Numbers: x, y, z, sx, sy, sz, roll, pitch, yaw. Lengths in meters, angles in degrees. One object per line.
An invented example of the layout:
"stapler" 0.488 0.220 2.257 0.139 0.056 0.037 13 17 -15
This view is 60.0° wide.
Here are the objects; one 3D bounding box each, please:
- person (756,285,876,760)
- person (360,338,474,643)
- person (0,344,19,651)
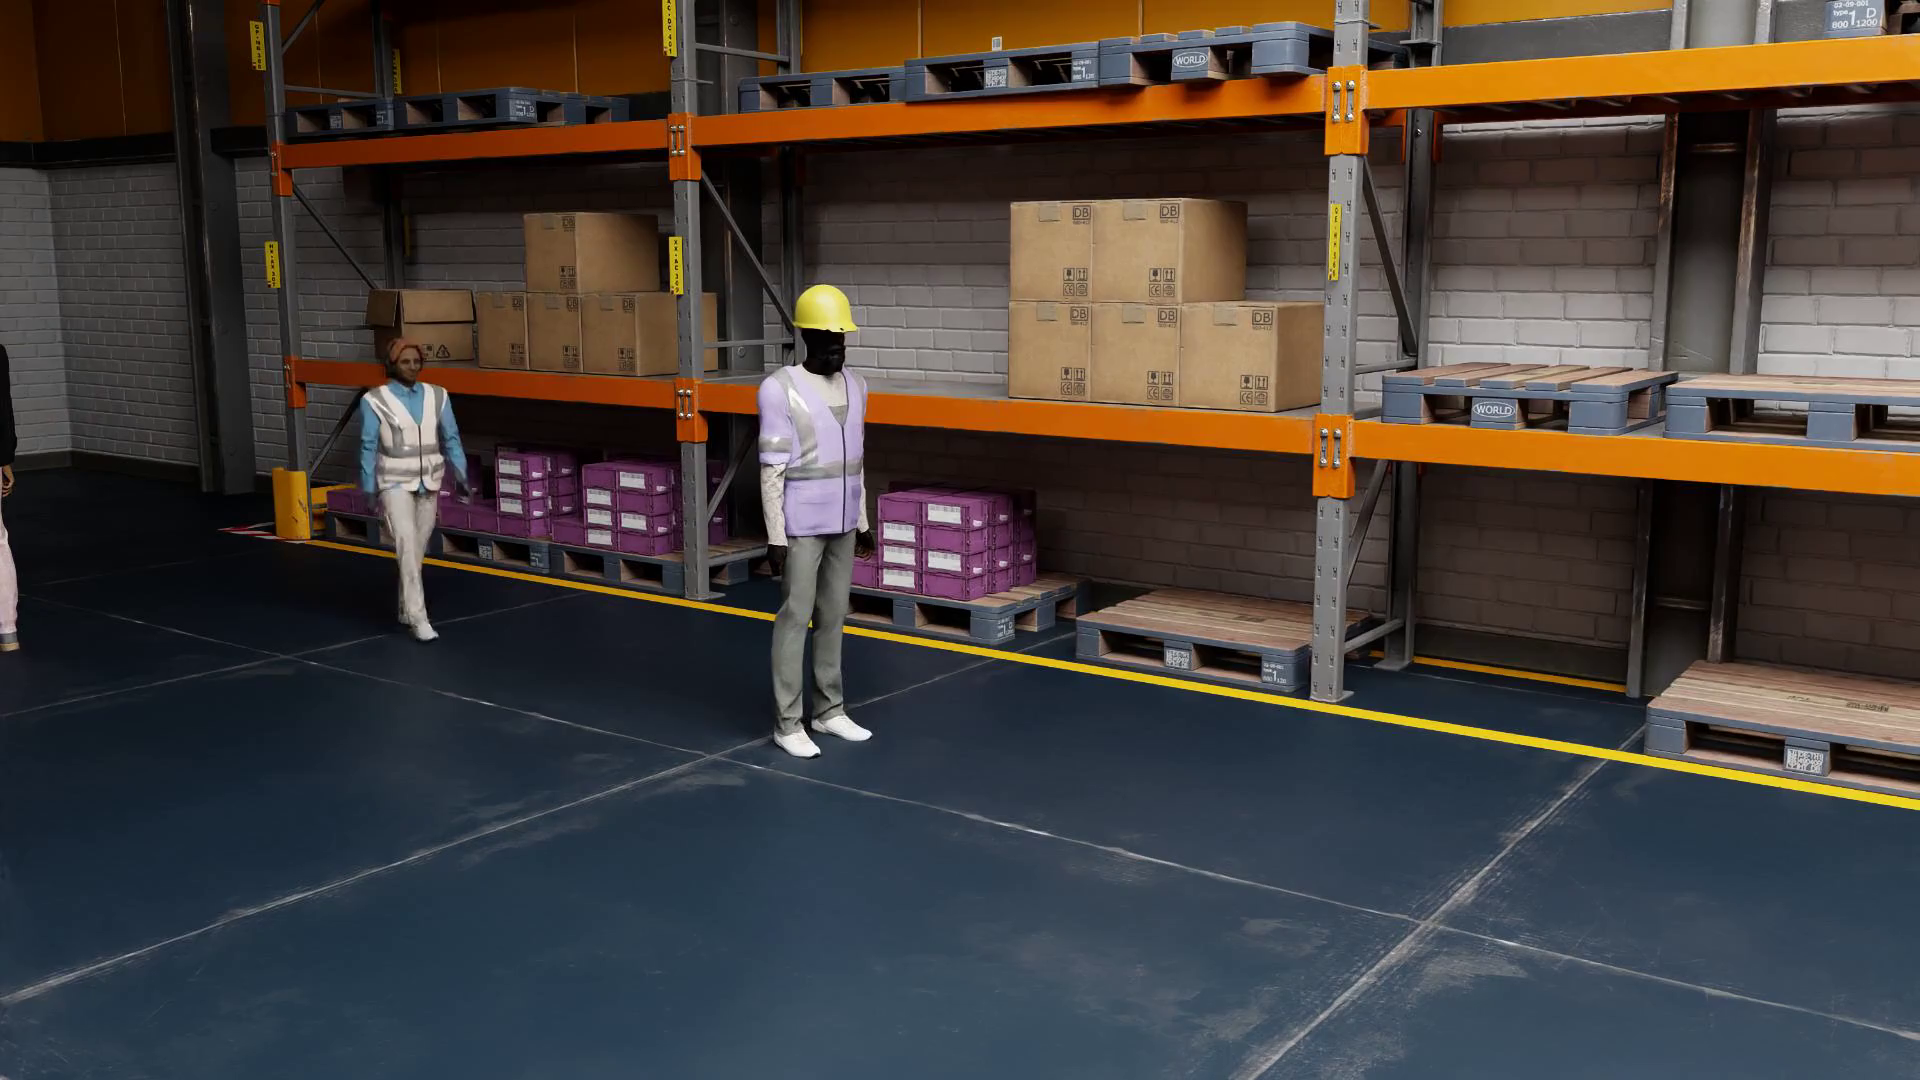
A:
"person" -0.564 -0.079 6.847 0.383 1.924 0.594 8 12 38
"person" -2.879 -0.265 8.890 0.760 1.607 0.533 8 13 41
"person" -5.105 -0.383 8.446 0.374 1.997 0.613 5 11 30
